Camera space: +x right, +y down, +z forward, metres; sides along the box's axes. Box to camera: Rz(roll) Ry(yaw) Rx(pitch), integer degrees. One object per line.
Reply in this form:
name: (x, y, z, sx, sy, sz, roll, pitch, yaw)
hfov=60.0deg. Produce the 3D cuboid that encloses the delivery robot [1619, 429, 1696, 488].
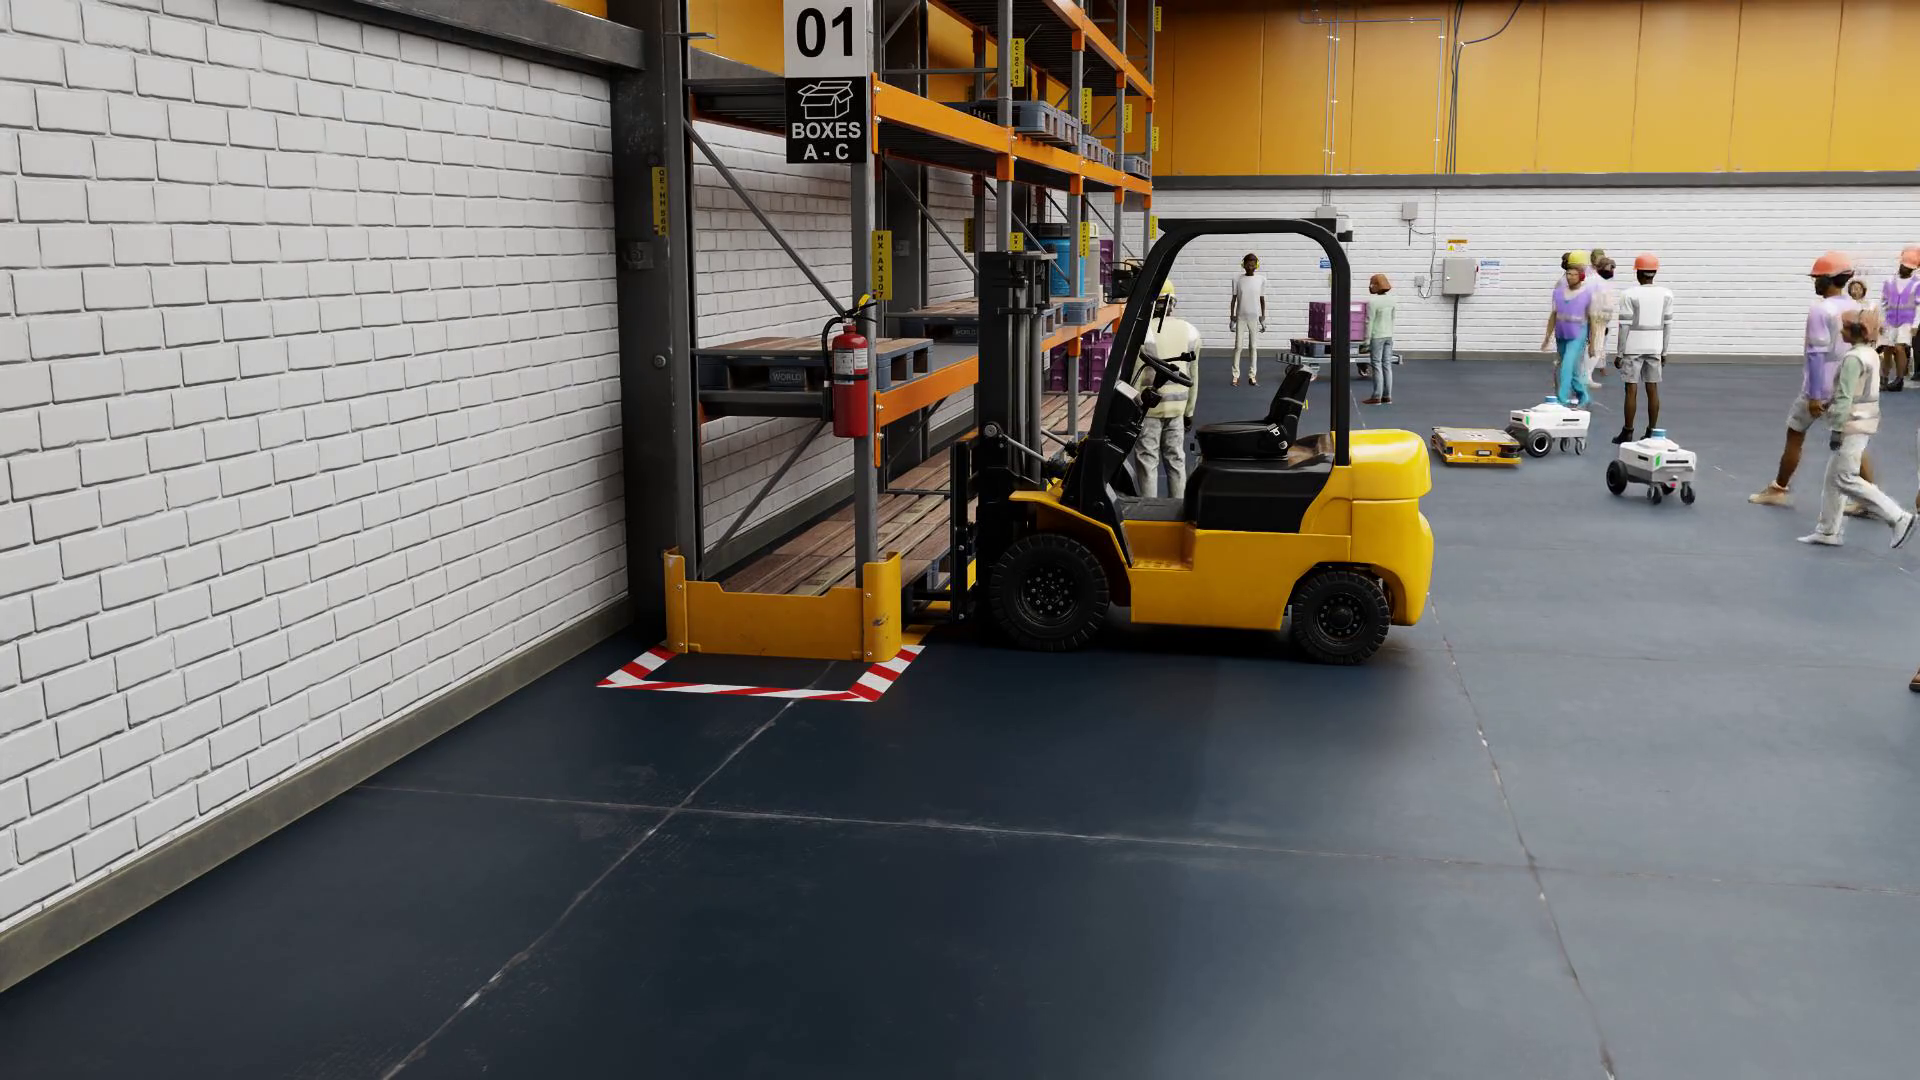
delivery robot: (5.565, -0.642, 13.284, 0.477, 0.478, 0.707, 0, 10, -3)

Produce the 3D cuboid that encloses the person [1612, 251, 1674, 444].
person: (6.847, -1.914, 16.711, 0.545, 1.942, 0.350, -1, 10, -4)

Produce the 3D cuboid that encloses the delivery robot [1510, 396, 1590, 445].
delivery robot: (5.683, -1.140, 16.014, 0.707, 0.478, 0.477, -2, 10, -12)

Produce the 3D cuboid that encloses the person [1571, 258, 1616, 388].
person: (8.746, -2.985, 22.974, 0.470, 1.803, 0.726, 10, 14, 42)

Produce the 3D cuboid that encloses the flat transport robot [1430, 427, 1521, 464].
flat transport robot: (4.868, -0.904, 15.758, 0.652, 0.197, 1.431, 2, 11, 10)

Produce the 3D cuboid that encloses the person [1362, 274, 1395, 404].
person: (5.251, -2.506, 20.826, 0.501, 1.632, 0.287, -8, 13, -37)

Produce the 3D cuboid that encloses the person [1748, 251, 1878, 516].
person: (6.583, -1.175, 12.566, 0.622, 1.999, 1.072, -5, 12, -27)

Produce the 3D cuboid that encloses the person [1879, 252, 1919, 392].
person: (12.655, -2.921, 22.389, 0.479, 1.898, 0.555, -7, 13, -35)

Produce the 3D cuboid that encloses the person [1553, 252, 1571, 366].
person: (9.804, -3.712, 26.849, 0.429, 1.840, 0.634, 3, 11, 16)

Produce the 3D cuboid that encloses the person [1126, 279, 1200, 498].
person: (1.357, -0.901, 11.460, 0.603, 1.828, 0.404, -5, 12, -27)

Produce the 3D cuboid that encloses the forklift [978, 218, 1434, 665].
forklift: (1.285, -0.567, 8.635, 2.313, 2.155, 1.214, 2, 11, 11)

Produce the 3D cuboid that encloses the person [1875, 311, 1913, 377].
person: (14.104, -3.302, 25.086, 0.560, 1.663, 0.726, -4, 11, -20)

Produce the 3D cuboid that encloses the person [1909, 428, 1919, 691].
person: (4.678, -0.237, 7.537, 0.630, 1.937, 0.373, 7, 12, 32)

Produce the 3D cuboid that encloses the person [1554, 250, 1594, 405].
person: (7.680, -2.653, 20.794, 0.355, 1.930, 0.587, -6, 12, -31)

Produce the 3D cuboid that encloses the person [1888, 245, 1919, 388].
person: (13.168, -3.081, 23.026, 0.524, 1.966, 0.659, -1, 10, -7)

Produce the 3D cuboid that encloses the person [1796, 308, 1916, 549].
person: (6.012, -0.726, 11.059, 0.652, 1.623, 0.516, 8, 13, 36)

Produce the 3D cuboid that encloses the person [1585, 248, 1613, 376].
person: (9.528, -3.396, 24.895, 0.662, 1.912, 0.728, -3, 11, -16)

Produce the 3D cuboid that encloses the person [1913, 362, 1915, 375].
person: (13.653, -3.091, 23.379, 0.510, 1.865, 0.329, -9, 14, -42)

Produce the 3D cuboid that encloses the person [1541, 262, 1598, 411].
person: (7.183, -2.346, 19.459, 0.930, 1.807, 0.571, -6, 12, -30)

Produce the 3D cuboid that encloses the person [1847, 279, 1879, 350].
person: (10.575, -2.294, 19.726, 0.536, 1.608, 0.820, 7, 12, 34)

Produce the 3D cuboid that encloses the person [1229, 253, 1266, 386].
person: (4.057, -3.098, 23.418, 0.521, 1.865, 0.328, 1, 10, 3)
